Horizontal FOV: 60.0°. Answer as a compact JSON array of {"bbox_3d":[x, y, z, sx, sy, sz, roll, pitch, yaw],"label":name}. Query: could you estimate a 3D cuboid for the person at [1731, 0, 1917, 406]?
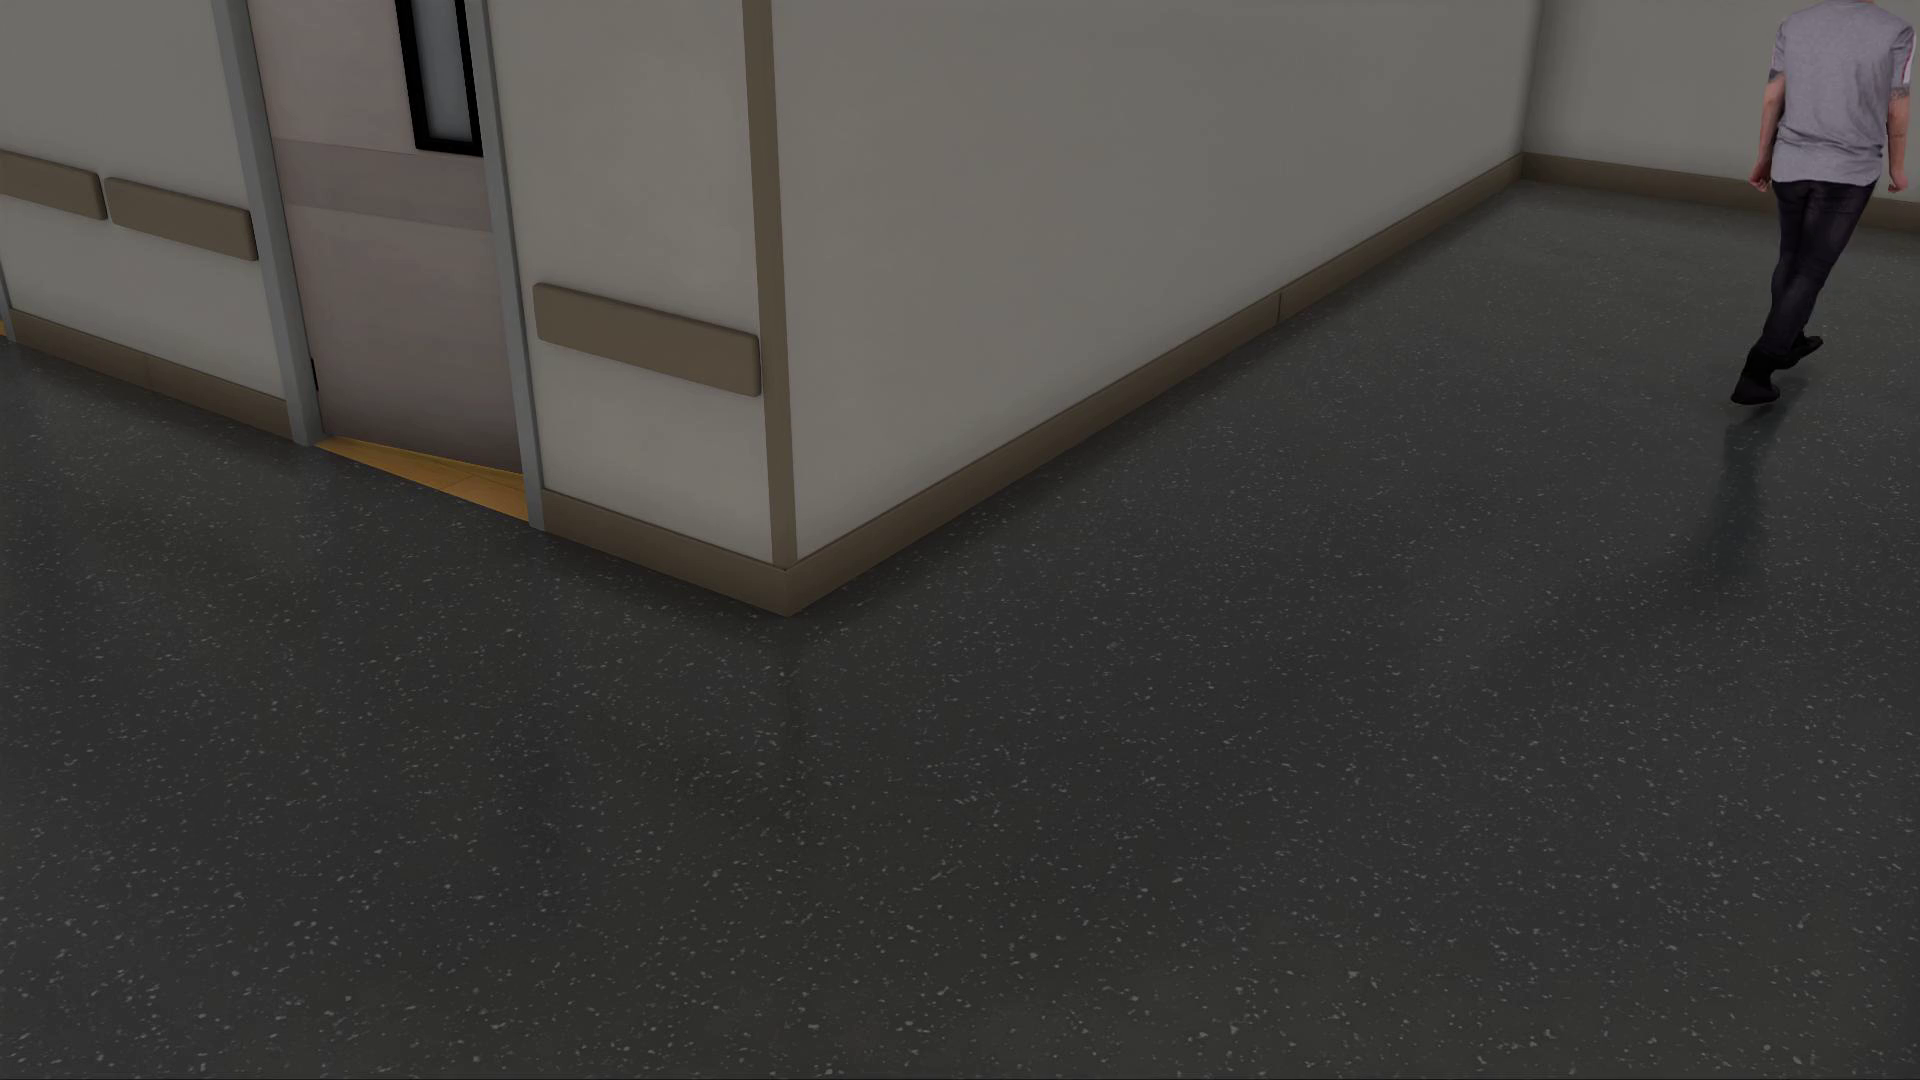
[{"bbox_3d":[3.321,-1.385,6.473,1.226,1.794,0.933,-17,31,-32],"label":"person"}]
